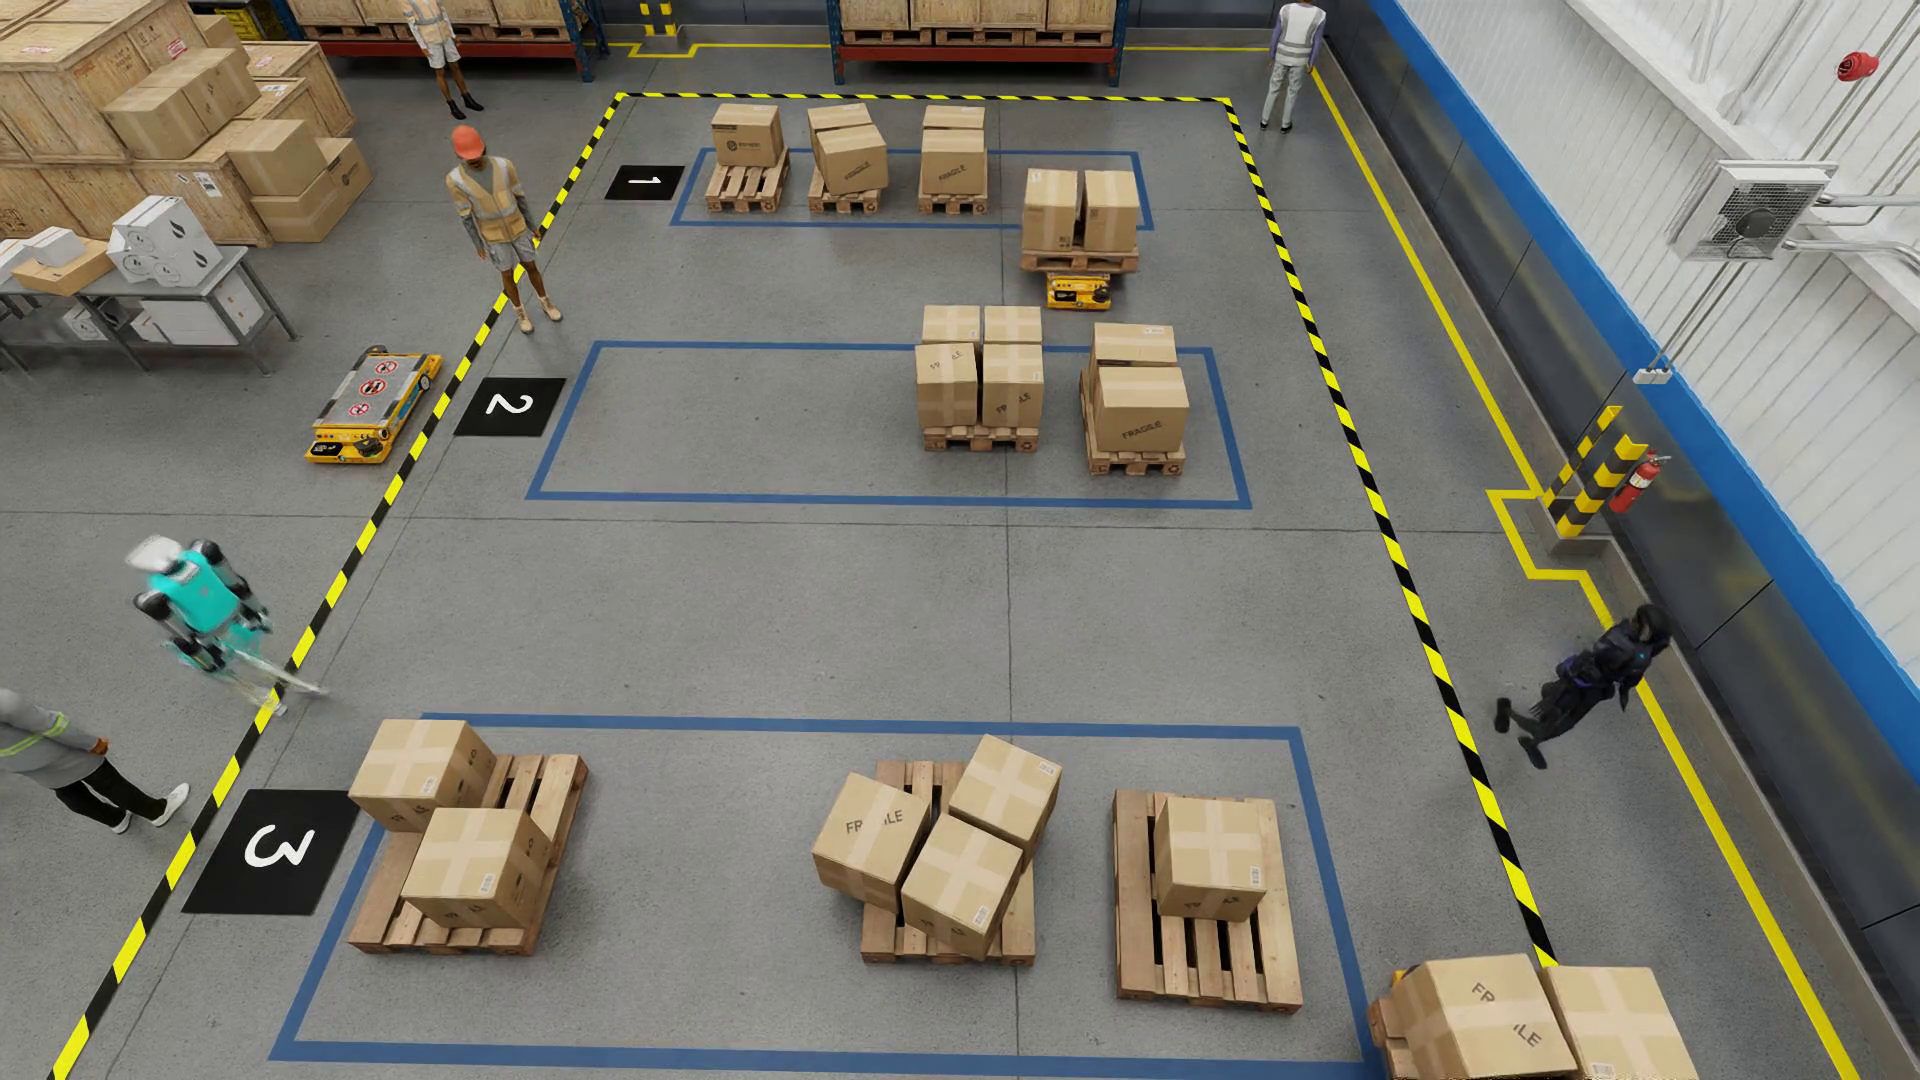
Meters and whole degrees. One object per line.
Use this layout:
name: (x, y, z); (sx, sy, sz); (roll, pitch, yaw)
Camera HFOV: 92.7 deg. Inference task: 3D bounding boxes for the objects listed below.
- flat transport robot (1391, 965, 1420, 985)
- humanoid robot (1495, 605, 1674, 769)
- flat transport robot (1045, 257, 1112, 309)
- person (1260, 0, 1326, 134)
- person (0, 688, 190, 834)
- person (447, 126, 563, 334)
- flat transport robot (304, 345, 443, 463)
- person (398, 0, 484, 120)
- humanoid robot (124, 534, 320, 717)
flat transport robot: (2.817, 3.014, 4.799); (0.652, 0.197, 1.431); (1, 50, 1)
humanoid robot: (3.879, 0.864, 5.719); (0.584, 1.641, 0.461); (-8, 50, -7)
flat transport robot: (1.255, -3.001, 9.888); (0.652, 0.197, 1.431); (1, 50, 1)
person: (4.155, -6.035, 11.448); (0.602, 1.830, 0.404); (19, 52, 15)
person: (-5.331, 1.189, 5.324); (0.588, 1.852, 0.383); (-6, 50, -5)
person: (-4.297, -2.905, 8.665); (0.613, 2.039, 0.386); (-31, 56, -24)
flat transport robot: (-5.383, -1.269, 8.441); (0.659, 0.231, 1.431); (1, 50, 1)
person: (-6.691, -6.432, 11.716); (0.352, 1.938, 0.544); (26, 54, 20)
humanoid robot: (-4.836, 0.548, 5.858); (0.734, 1.680, 0.534); (9, 50, 8)
